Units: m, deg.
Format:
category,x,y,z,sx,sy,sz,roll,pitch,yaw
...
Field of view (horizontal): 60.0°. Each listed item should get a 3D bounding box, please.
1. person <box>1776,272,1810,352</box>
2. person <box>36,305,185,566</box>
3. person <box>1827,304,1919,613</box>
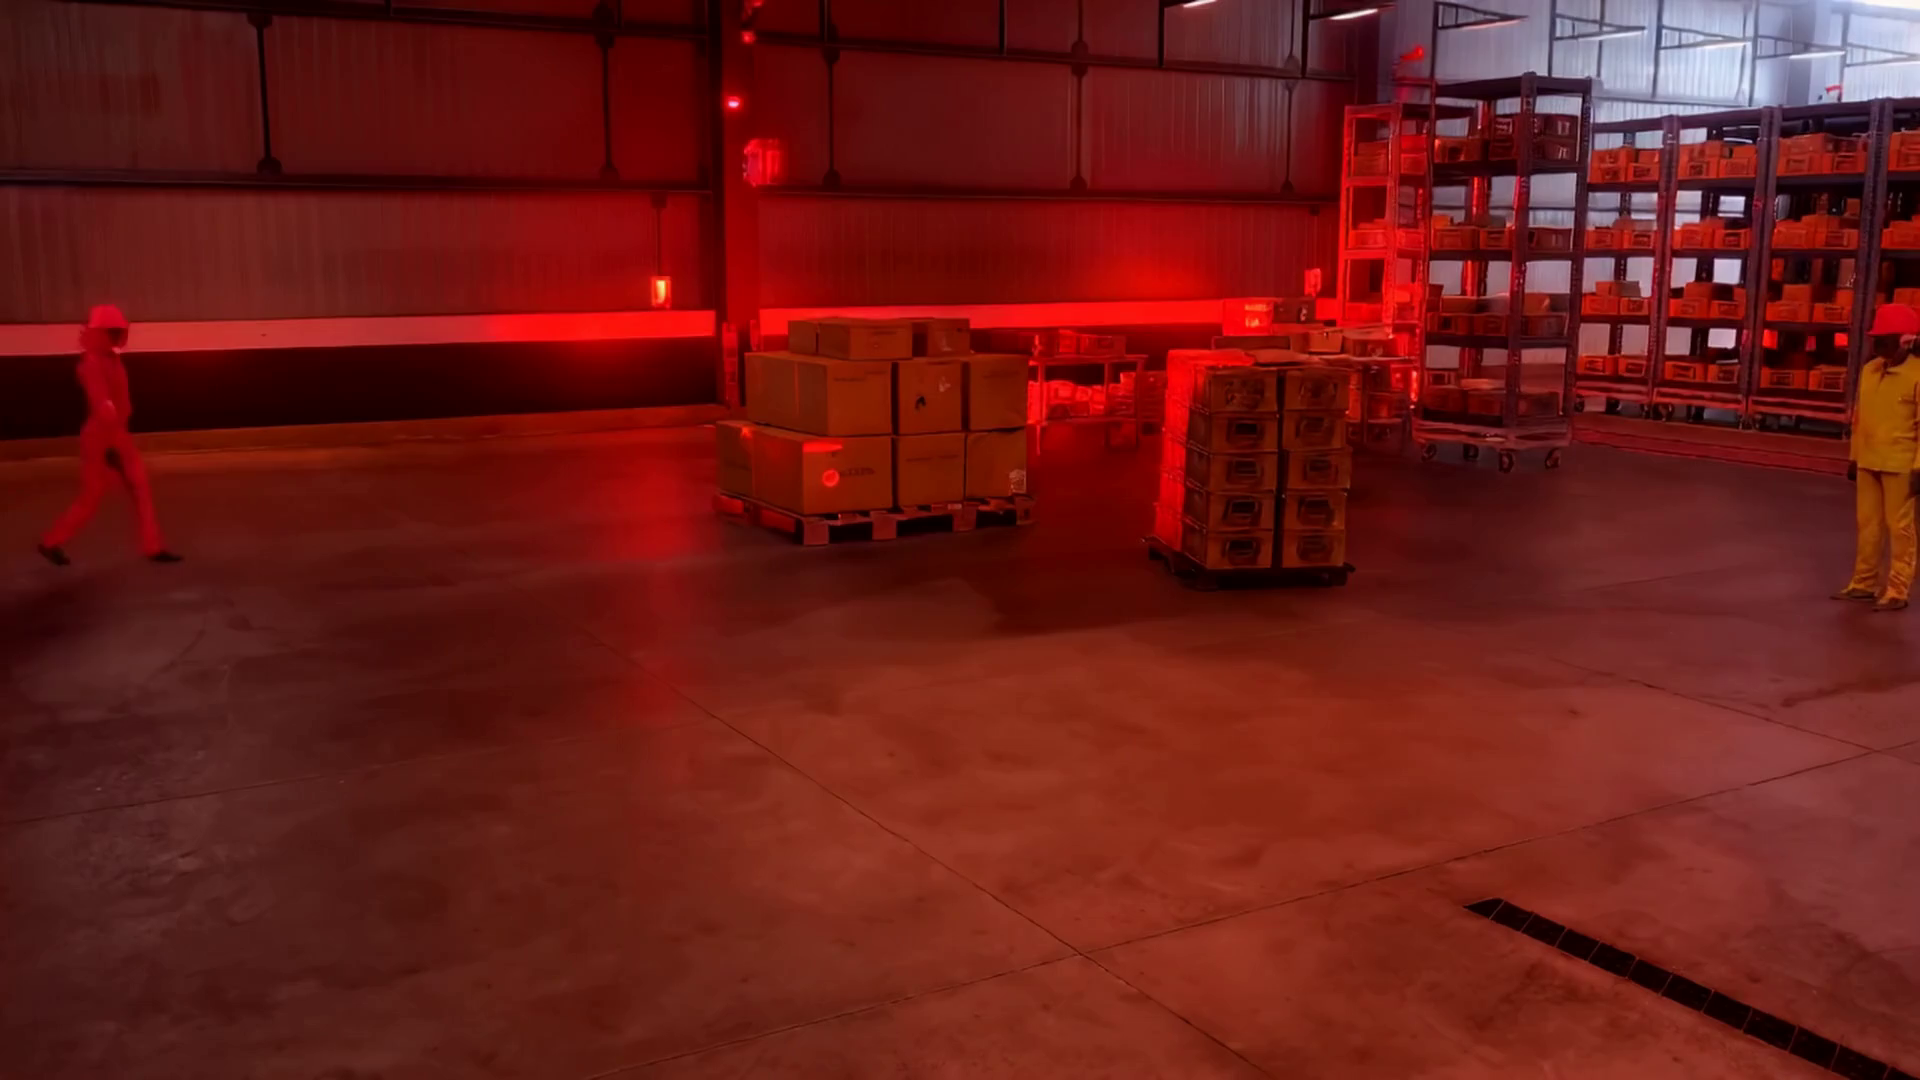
category,x,y,z,sx,sy,sz,roll,pitch,yaw
person,12.033,-3.057,24.056,0.928,1.781,0.608,-8,13,-39
person,-5.581,-0.666,10.772,0.851,1.708,0.484,0,10,-1
person,5.277,-0.465,9.495,0.340,1.749,0.572,-2,10,-13
